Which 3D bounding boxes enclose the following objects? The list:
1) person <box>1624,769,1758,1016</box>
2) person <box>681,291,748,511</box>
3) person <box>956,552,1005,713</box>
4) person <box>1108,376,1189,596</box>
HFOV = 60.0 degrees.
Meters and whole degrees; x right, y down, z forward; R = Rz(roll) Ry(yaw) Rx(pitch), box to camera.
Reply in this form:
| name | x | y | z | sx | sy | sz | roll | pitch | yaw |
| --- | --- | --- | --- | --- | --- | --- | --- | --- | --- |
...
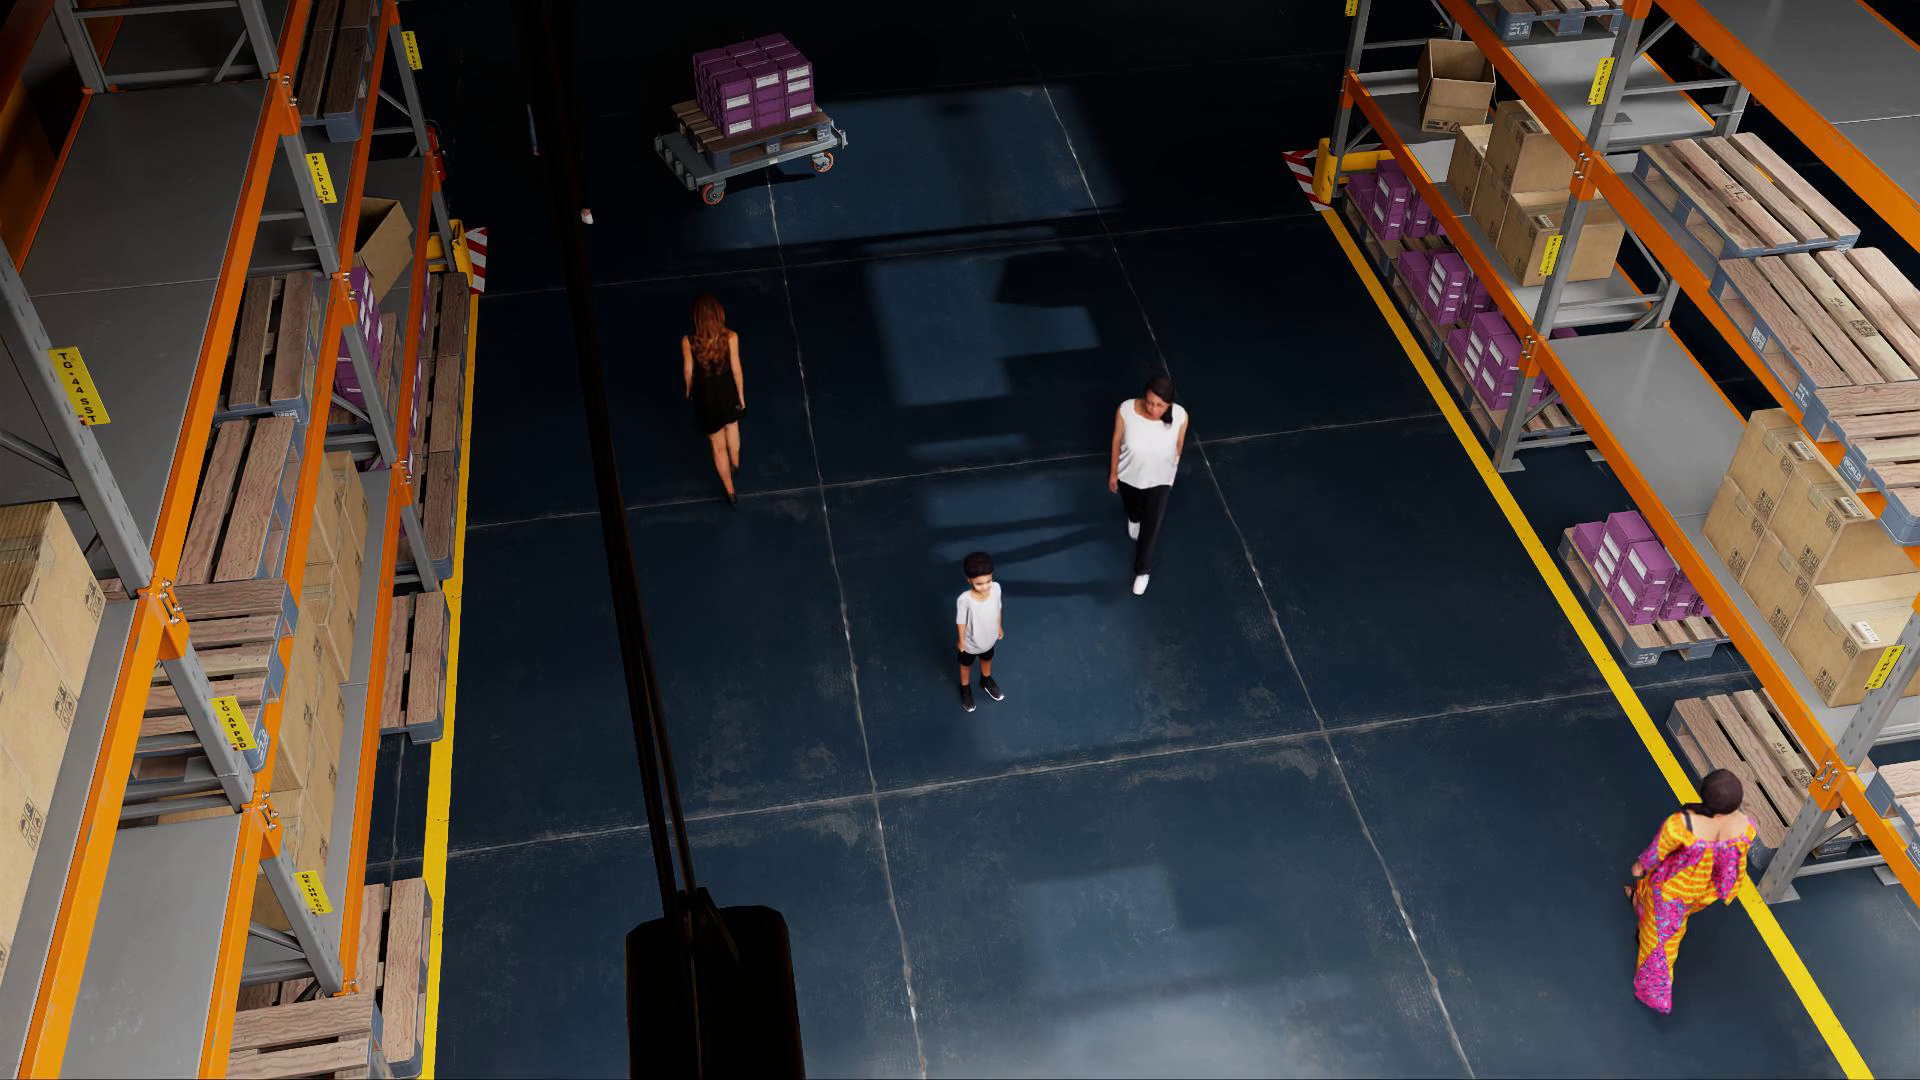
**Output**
| name | x | y | z | sx | sy | sz | roll | pitch | yaw |
| --- | --- | --- | --- | --- | --- | --- | --- | --- | --- |
| person | 3.999 | 1.890 | 9.140 | 0.740 | 1.672 | 1.178 | -2 | 44 | -2 |
| person | -1.740 | -0.934 | 11.997 | 0.605 | 1.820 | 0.730 | -10 | 45 | -11 |
| person | 0.123 | 0.570 | 10.823 | 0.543 | 1.262 | 0.571 | -19 | 47 | -19 |
| person | 1.306 | -0.519 | 11.684 | 0.934 | 1.651 | 1.189 | 9 | 44 | 9 |
